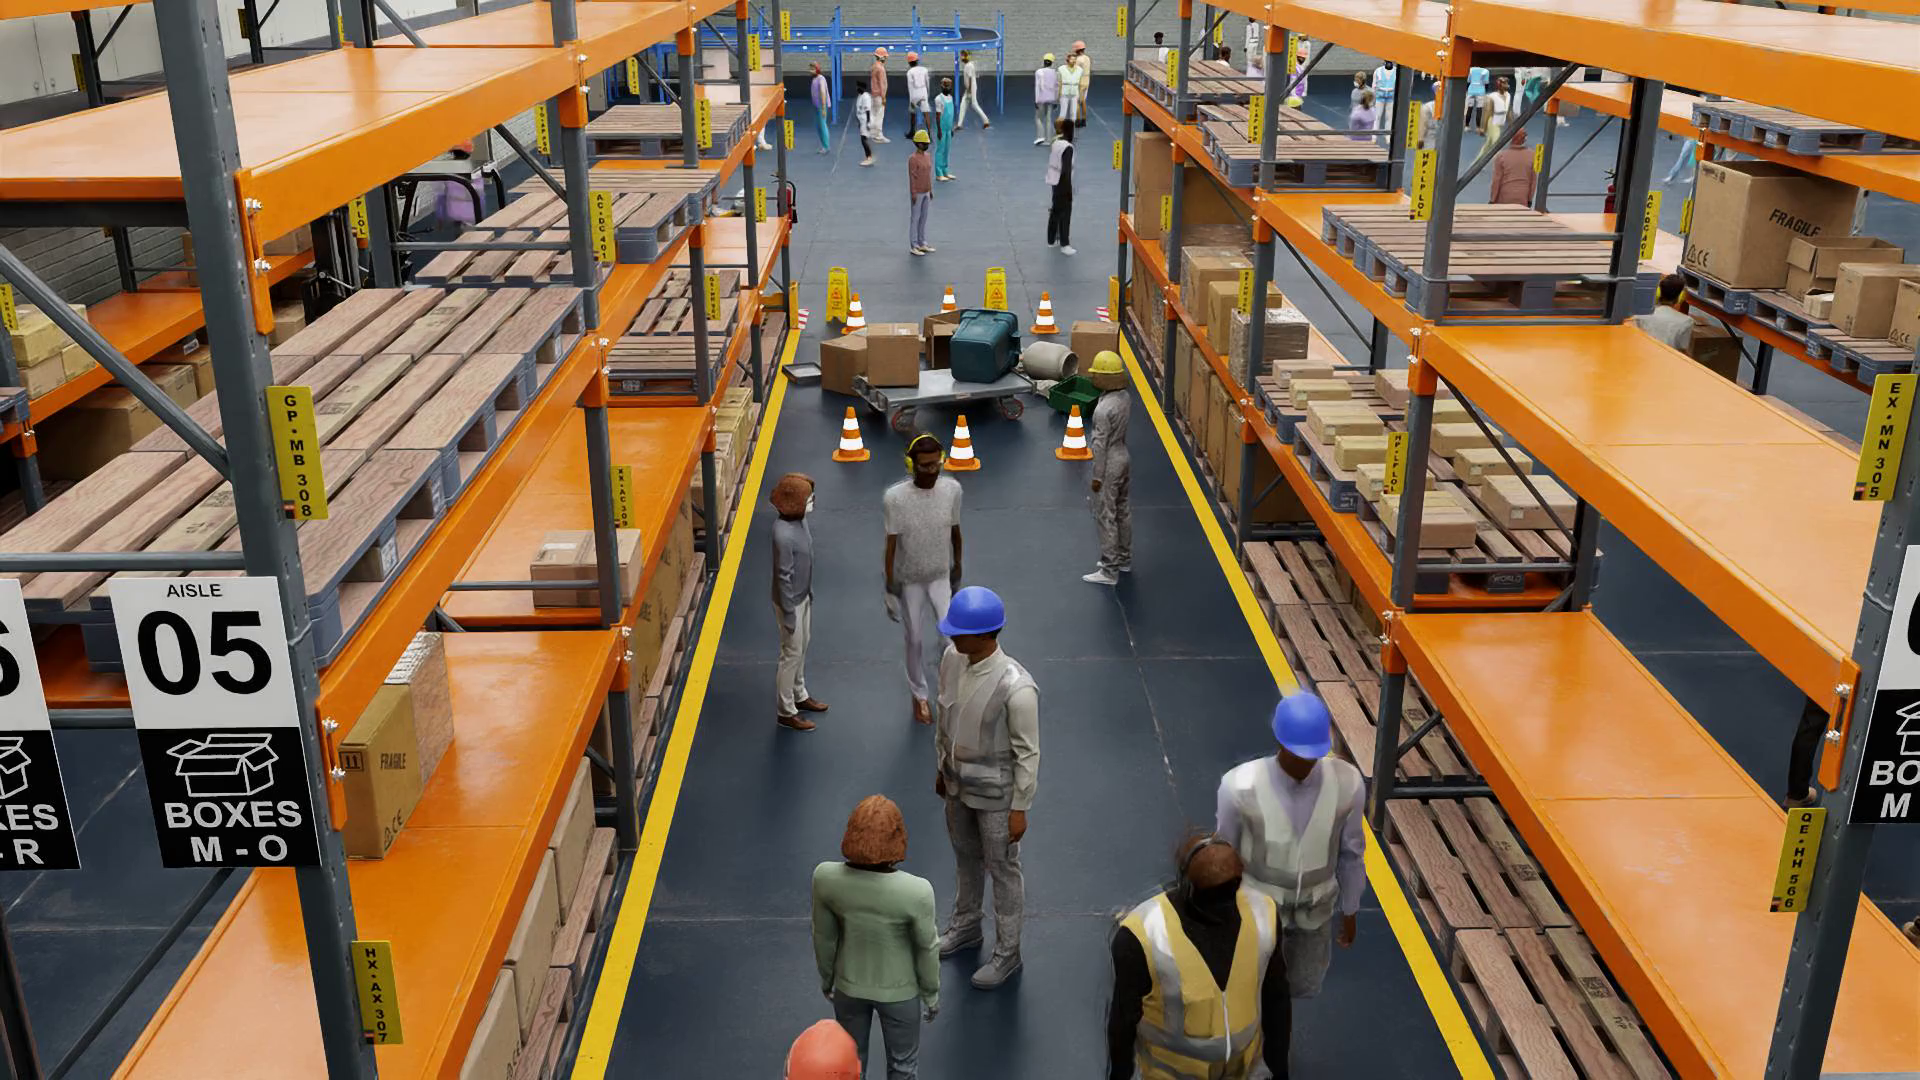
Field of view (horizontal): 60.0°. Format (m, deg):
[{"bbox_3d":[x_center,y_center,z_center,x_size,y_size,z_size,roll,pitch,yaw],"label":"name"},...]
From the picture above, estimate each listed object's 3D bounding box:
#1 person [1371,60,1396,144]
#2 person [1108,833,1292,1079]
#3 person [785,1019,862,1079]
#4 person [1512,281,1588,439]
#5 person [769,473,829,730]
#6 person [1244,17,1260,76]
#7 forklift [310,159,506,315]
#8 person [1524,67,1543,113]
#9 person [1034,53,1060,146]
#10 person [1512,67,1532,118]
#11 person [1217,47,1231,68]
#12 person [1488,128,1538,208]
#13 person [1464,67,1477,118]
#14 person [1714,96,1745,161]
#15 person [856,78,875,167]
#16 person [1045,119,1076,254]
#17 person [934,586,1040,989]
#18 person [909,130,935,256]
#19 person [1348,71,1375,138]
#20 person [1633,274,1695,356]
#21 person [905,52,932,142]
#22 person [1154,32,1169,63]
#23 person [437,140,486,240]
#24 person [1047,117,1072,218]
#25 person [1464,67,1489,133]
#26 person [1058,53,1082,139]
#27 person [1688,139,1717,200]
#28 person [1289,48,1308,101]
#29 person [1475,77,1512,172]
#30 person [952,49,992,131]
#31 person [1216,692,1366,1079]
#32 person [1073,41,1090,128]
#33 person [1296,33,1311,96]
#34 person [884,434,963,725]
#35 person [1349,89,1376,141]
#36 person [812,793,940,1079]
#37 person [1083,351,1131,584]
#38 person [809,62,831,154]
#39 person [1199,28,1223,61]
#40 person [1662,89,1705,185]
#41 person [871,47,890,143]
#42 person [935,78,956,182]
[{"bbox_3d":[9.069,-9.382,35.430,0.622,1.845,0.429,4,21,9],"label":"person"},{"bbox_3d":[0.847,1.819,5.894,0.641,1.798,0.950,-7,22,-19],"label":"person"},{"bbox_3d":[-0.436,2.245,4.869,0.583,1.725,0.744,8,22,19],"label":"person"},{"bbox_3d":[5.469,-1.840,15.444,0.600,1.879,0.962,10,23,26],"label":"person"},{"bbox_3d":[-0.981,0.363,9.975,0.297,1.622,0.509,2,21,6],"label":"person"},{"bbox_3d":[8.617,-14.613,49.196,0.355,1.885,0.574,19,28,41],"label":"person"},{"bbox_3d":[-5.622,-2.910,17.832,2.313,2.155,1.214,-1,21,-1],"label":"forklift"},{"bbox_3d":[14.081,-11.374,40.828,0.572,1.740,0.395,-13,24,-31],"label":"person"},{"bbox_3d":[1.843,-9.321,35.212,0.607,1.878,0.512,-9,22,-22],"label":"person"},{"bbox_3d":[13.465,-11.088,39.790,0.388,1.947,0.615,5,21,13],"label":"person"},{"bbox_3d":[5.763,-9.920,36.764,0.405,1.908,0.599,-7,22,-17],"label":"person"},{"bbox_3d":[7.670,-4.768,23.144,0.640,1.909,0.407,-1,21,-3],"label":"person"},{"bbox_3d":[12.227,-10.933,39.833,0.279,1.624,0.494,16,26,37],"label":"person"},{"bbox_3d":[13.575,-7.197,29.378,0.538,2.000,0.683,-18,27,-39],"label":"person"},{"bbox_3d":[-1.849,-8.087,32.252,0.398,1.667,0.634,-6,22,-16],"label":"person"},{"bbox_3d":[1.486,-5.139,24.178,0.401,1.883,0.853,-7,22,-18],"label":"person"},{"bbox_3d":[0.096,1.107,7.558,0.387,1.944,0.617,-16,26,-37],"label":"person"},{"bbox_3d":[-0.550,-5.009,23.976,0.315,1.769,0.525,11,23,27],"label":"person"},{"bbox_3d":[7.425,-7.712,30.900,0.376,1.928,0.636,-9,22,-22],"label":"person"},{"bbox_3d":[5.901,-1.360,14.225,0.561,1.837,0.434,10,23,24],"label":"person"},{"bbox_3d":[-0.868,-9.533,35.774,0.631,1.890,0.980,-11,23,-26],"label":"person"},{"bbox_3d":[4.784,-11.314,40.362,0.603,1.966,0.367,-6,22,-16],"label":"person"},{"bbox_3d":[-6.458,-4.179,21.461,0.651,2.006,0.865,5,21,13],"label":"person"},{"bbox_3d":[1.600,-6.046,26.956,0.628,1.597,0.554,15,26,35],"label":"person"},{"bbox_3d":[11.561,-9.973,37.194,0.538,1.696,0.317,17,27,38],"label":"person"},{"bbox_3d":[2.378,-9.650,36.149,0.560,1.838,0.395,-6,21,-15],"label":"person"},{"bbox_3d":[11.651,-5.865,26.122,0.390,1.850,0.565,11,23,26],"label":"person"},{"bbox_3d":[7.339,-9.694,36.128,0.376,1.932,0.543,12,24,29],"label":"person"},{"bbox_3d":[10.110,-7.793,31.300,0.568,1.793,0.970,-18,27,-39],"label":"person"},{"bbox_3d":[0.268,-10.180,37.603,0.926,1.810,0.566,-6,22,-15],"label":"person"},{"bbox_3d":[1.295,1.422,6.770,0.616,1.926,0.764,-2,21,-6],"label":"person"},{"bbox_3d":[2.758,-10.422,38.063,0.401,1.929,0.598,10,23,25],"label":"person"},{"bbox_3d":[9.165,-12.794,44.603,0.320,1.737,0.487,-11,23,-27],"label":"person"},{"bbox_3d":[-0.200,0.278,9.875,0.542,1.850,0.634,-5,21,-14],"label":"person"},{"bbox_3d":[6.776,-6.651,28.123,0.677,1.913,0.494,-19,28,-40],"label":"person"},{"bbox_3d":[-0.313,1.716,6.384,0.500,1.633,0.279,6,21,15],"label":"person"},{"bbox_3d":[1.078,-0.538,12.206,0.333,1.735,0.485,10,23,24],"label":"person"},{"bbox_3d":[-2.867,-8.843,34.027,0.427,1.829,0.605,-9,22,-22],"label":"person"},{"bbox_3d":[6.962,-13.458,45.927,0.683,2.000,0.538,13,24,31],"label":"person"},{"bbox_3d":[13.163,-7.358,30.057,0.951,1.849,0.686,-8,22,-19],"label":"person"},{"bbox_3d":[-1.704,-9.525,35.617,0.401,1.986,0.605,-6,22,-15],"label":"person"},{"bbox_3d":[-0.273,-7.536,30.545,0.351,1.847,0.507,12,24,28],"label":"person"}]
